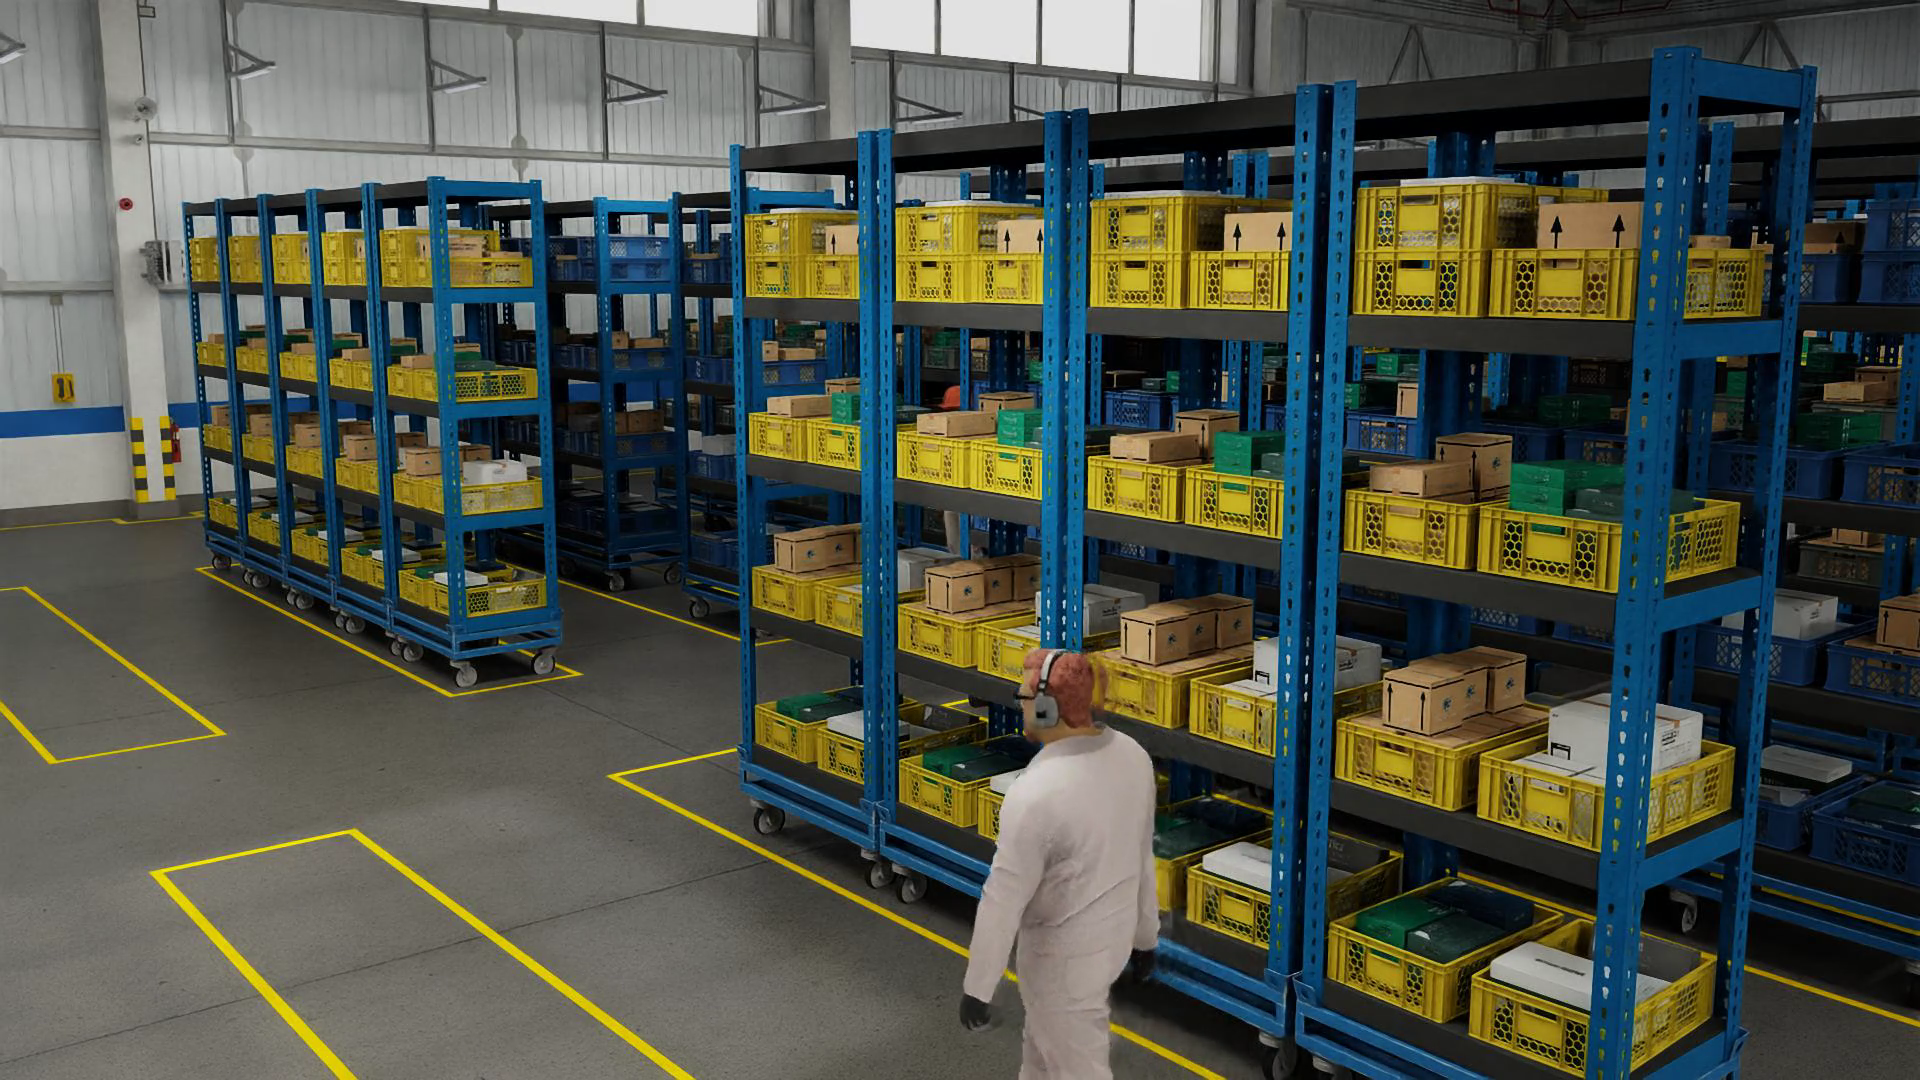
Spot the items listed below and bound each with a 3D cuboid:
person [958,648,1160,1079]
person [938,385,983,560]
[{"bbox_3d":[0.218,1.244,5.097,0.889,1.868,0.684,7,12,35],"label":"person"},{"bbox_3d":[0.000,-0.322,14.184,0.397,1.992,0.623,-6,11,-32],"label":"person"}]
